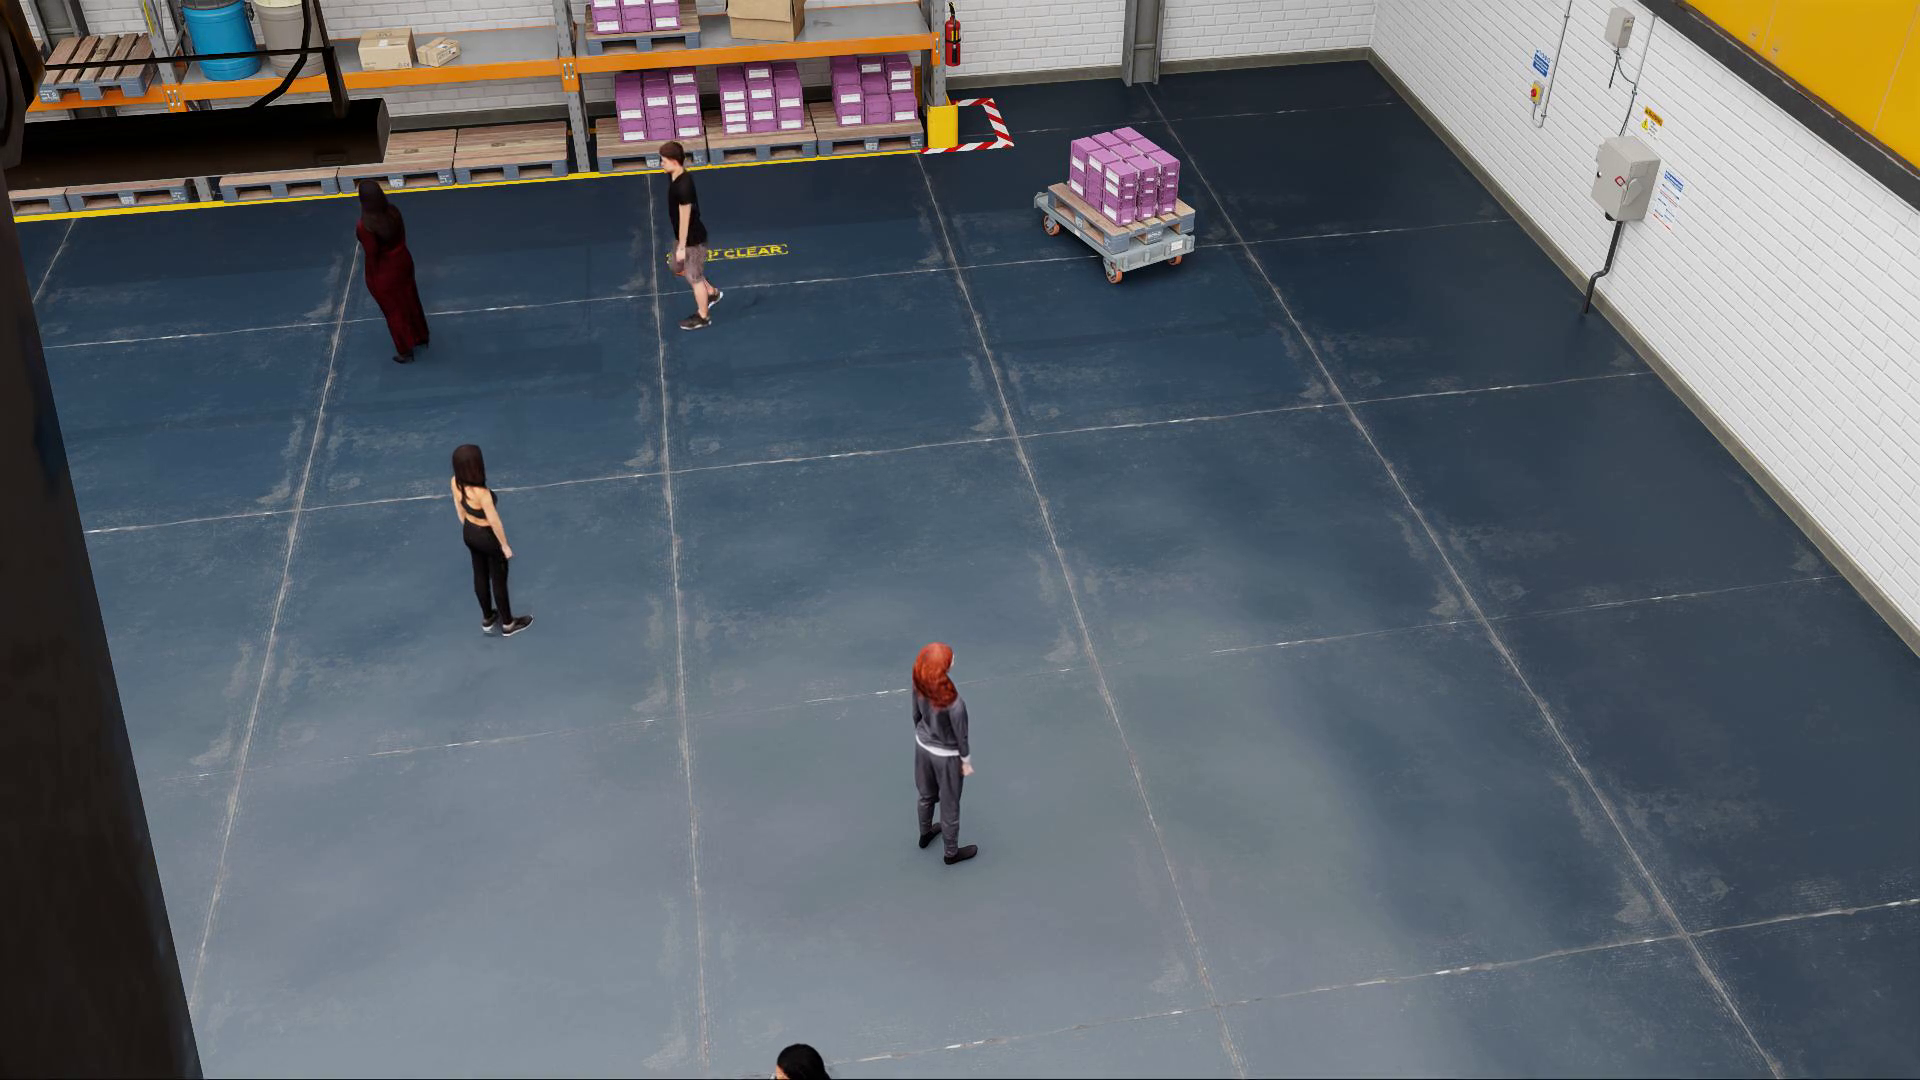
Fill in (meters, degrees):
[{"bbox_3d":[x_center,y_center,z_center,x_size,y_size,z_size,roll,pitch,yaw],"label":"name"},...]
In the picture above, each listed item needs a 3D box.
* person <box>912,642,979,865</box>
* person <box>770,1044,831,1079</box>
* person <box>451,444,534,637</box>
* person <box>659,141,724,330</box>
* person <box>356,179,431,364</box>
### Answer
[{"bbox_3d":[-0.122,1.308,10.248,0.655,1.780,0.684,31,48,33],"label":"person"},{"bbox_3d":[-0.710,3.021,8.140,0.686,1.733,0.726,29,47,32],"label":"person"},{"bbox_3d":[-3.440,-0.001,11.997,0.610,1.644,0.686,20,43,23],"label":"person"},{"bbox_3d":[-2.415,-2.828,15.374,0.813,1.846,0.787,-16,41,-19],"label":"person"},{"bbox_3d":[-5.108,-2.420,14.935,0.803,1.756,0.777,15,41,18],"label":"person"}]
